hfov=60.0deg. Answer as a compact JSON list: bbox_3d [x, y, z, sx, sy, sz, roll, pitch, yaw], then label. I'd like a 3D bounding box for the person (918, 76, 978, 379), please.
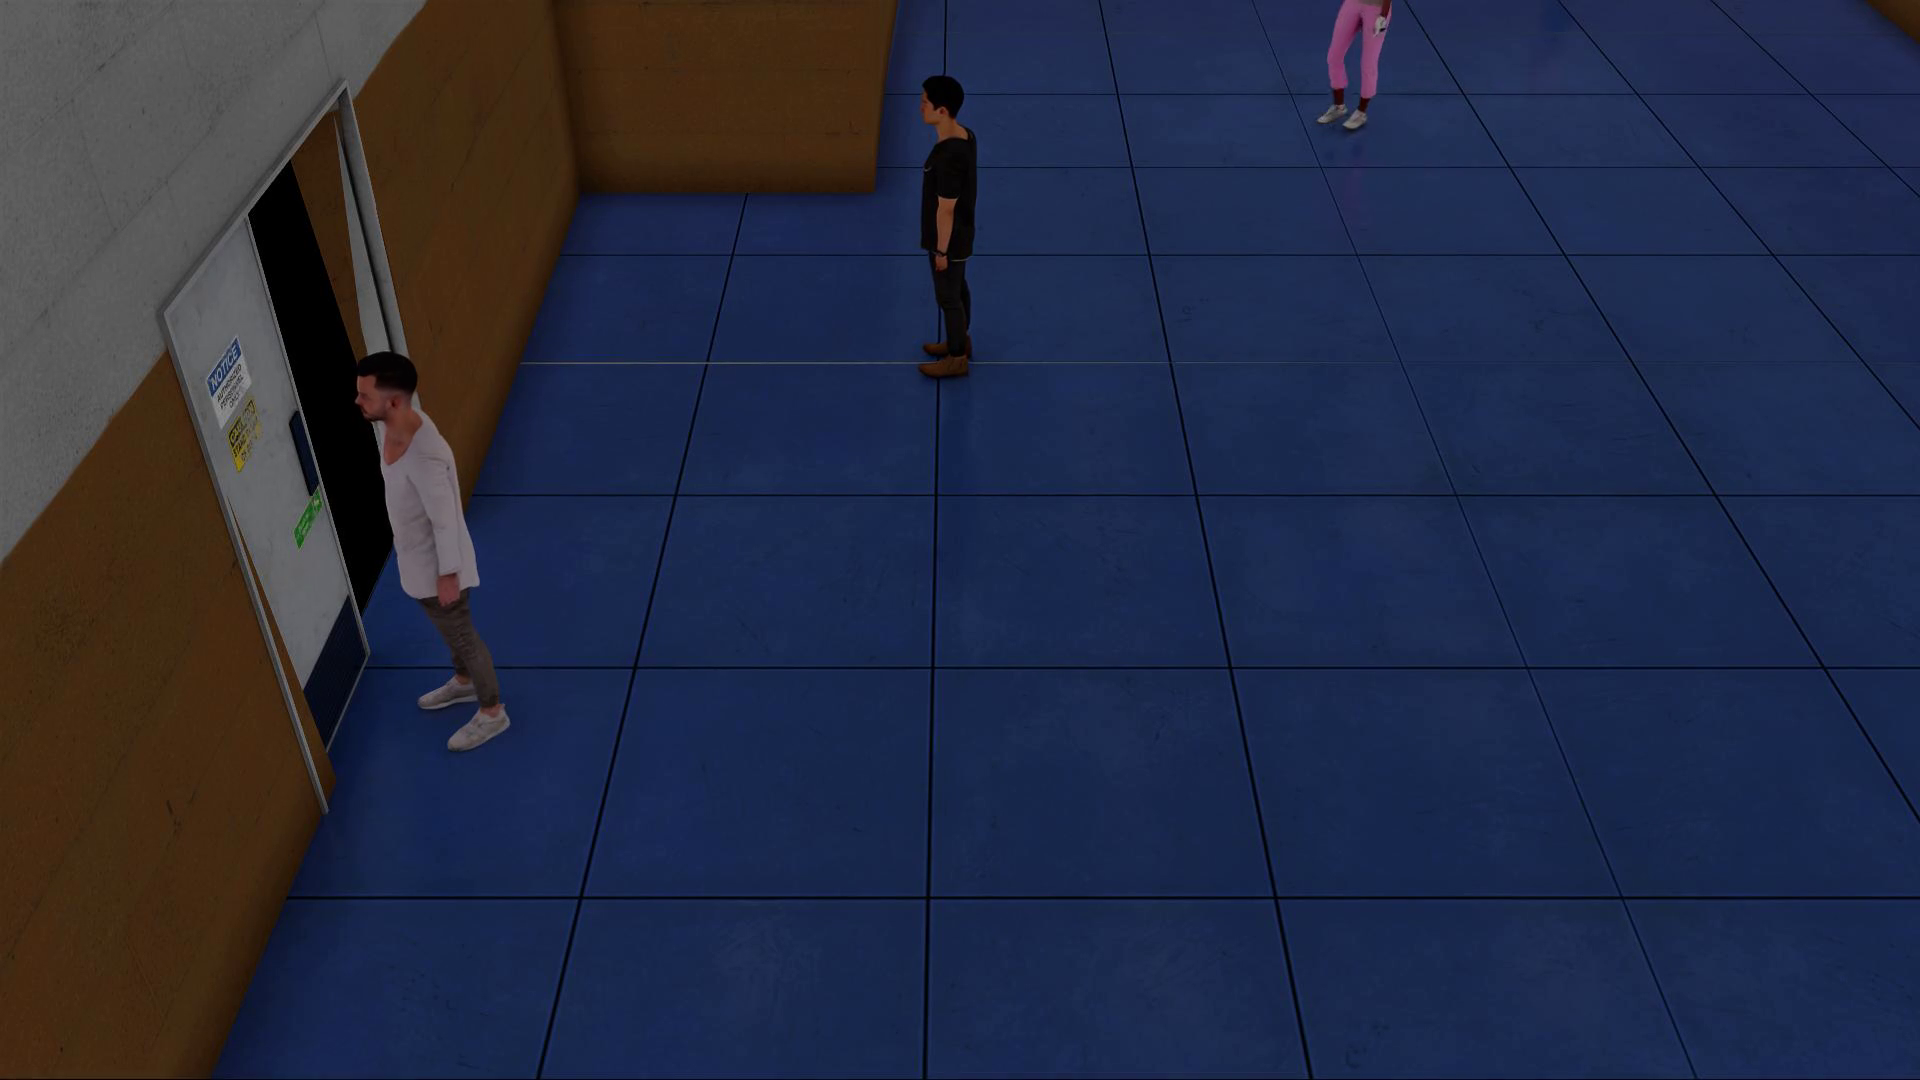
[{"bbox_3d":[-0.046,-1.699,9.049,0.594,1.711,0.639,6,37,8],"label":"person"}]

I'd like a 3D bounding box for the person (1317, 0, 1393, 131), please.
[{"bbox_3d":[2.946,-3.762,11.781,0.714,1.732,0.775,30,46,34],"label":"person"}]

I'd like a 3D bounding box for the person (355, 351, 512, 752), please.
[{"bbox_3d":[-2.102,0.039,6.628,0.753,1.838,0.745,-23,42,-27],"label":"person"}]
